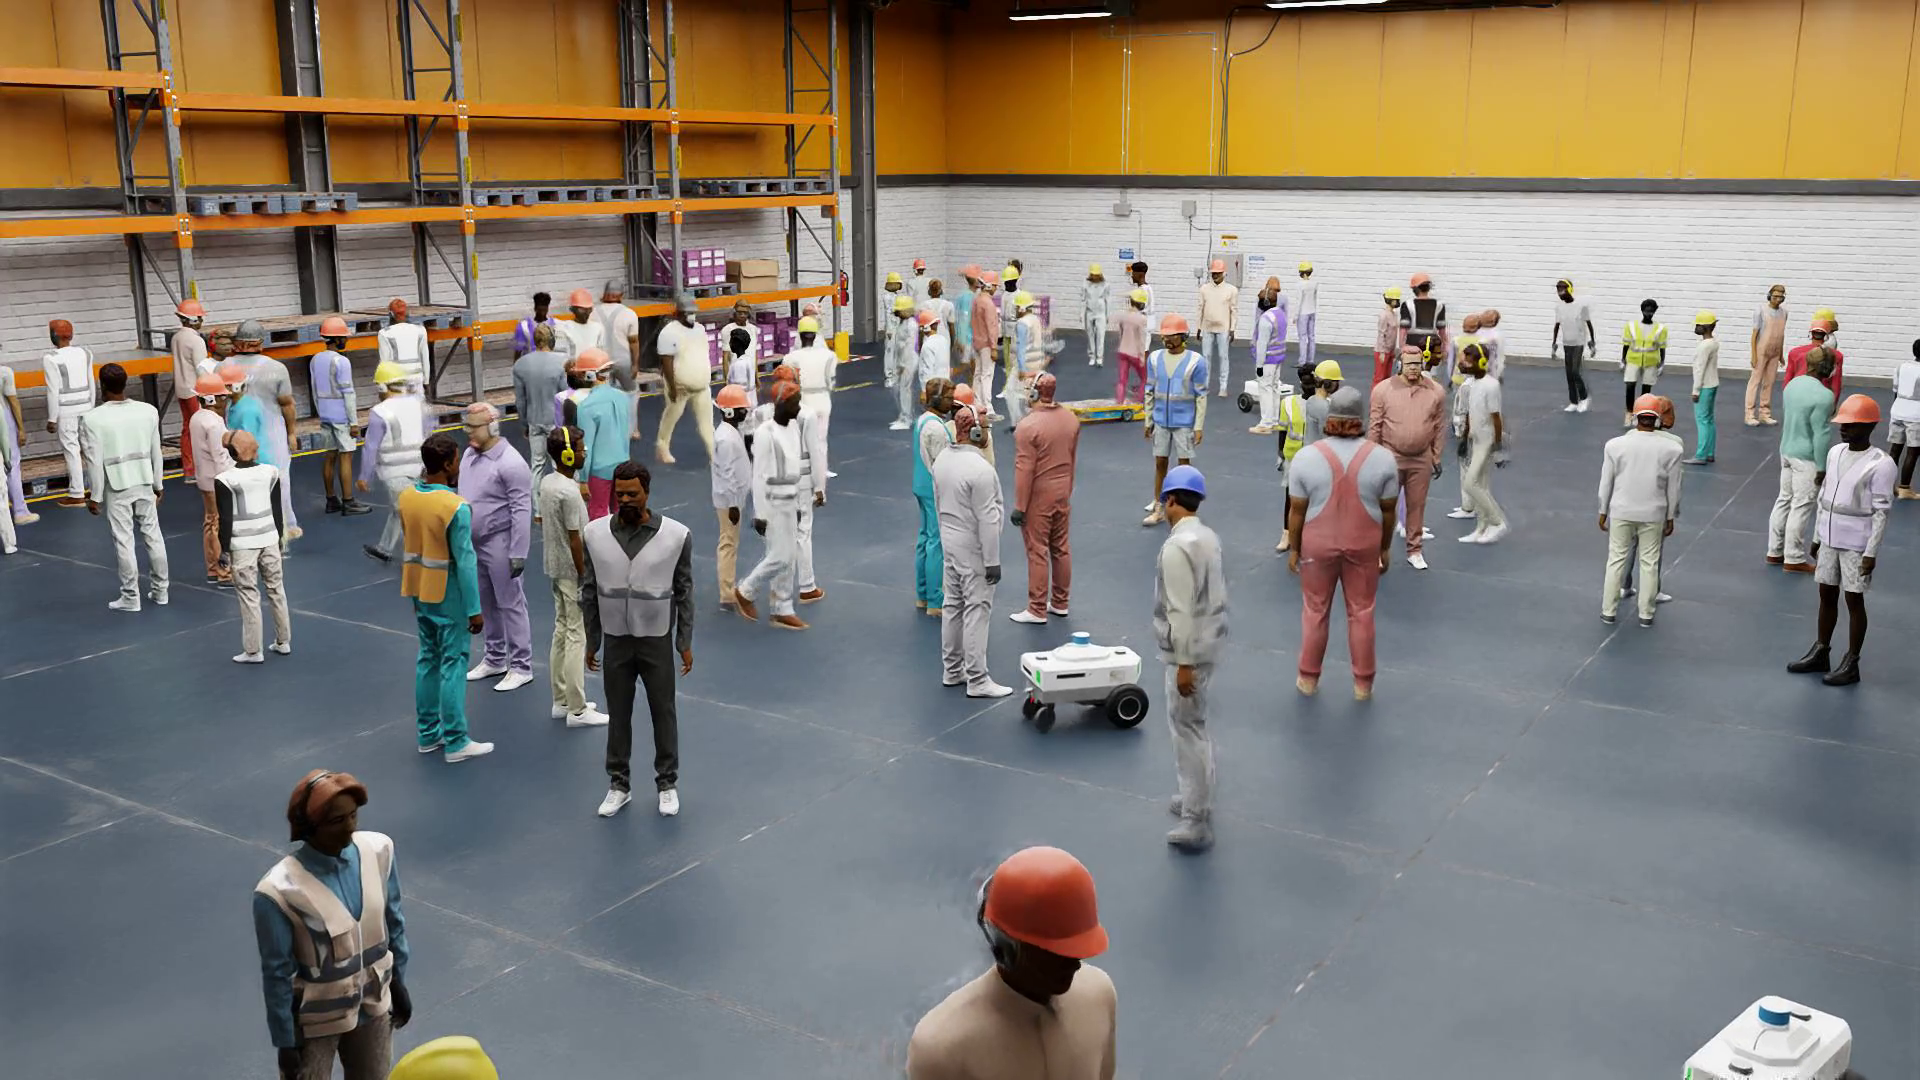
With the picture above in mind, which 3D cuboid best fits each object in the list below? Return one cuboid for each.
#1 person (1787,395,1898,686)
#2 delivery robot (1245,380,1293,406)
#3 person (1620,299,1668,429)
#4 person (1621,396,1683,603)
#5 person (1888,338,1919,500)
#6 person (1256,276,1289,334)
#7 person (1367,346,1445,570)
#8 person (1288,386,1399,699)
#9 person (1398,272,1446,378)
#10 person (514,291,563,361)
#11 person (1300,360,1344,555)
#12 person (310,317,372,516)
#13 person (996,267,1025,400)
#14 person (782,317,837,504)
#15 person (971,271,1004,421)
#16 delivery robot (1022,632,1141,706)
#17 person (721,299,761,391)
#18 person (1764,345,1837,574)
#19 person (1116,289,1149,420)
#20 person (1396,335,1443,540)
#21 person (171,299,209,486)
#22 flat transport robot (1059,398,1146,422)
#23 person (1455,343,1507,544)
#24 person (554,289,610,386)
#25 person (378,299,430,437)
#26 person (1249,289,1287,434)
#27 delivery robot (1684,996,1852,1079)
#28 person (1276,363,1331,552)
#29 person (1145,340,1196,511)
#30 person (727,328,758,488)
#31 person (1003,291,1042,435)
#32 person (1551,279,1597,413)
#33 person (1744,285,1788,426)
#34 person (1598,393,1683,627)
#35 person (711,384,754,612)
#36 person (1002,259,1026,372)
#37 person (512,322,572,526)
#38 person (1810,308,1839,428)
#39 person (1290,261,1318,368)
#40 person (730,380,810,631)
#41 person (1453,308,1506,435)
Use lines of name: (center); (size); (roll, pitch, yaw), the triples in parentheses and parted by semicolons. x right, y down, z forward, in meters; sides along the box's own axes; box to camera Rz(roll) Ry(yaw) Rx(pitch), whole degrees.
person: (5.869, 0.000, 11.032); (0.359, 1.939, 0.542); (-4, 14, -16)
delivery robot: (4.214, -2.036, 22.686); (0.477, 0.478, 0.707); (-7, 15, -28)
person: (8.764, -2.248, 21.337); (0.551, 1.673, 0.600); (5, 14, 21)
person: (5.433, -0.323, 13.097); (0.269, 1.632, 0.509); (-10, 16, -37)
person: (9.716, -1.243, 16.971); (0.320, 1.685, 0.542); (-3, 13, -13)
person: (4.933, -3.361, 26.301); (0.512, 1.615, 0.378); (2, 13, 8)
person: (3.780, -0.692, 14.102); (0.651, 1.907, 0.409); (0, 13, 0)
person: (2.457, 0.011, 10.759); (0.687, 2.000, 0.536); (2, 13, 8)
person: (6.079, -2.515, 21.835); (0.646, 1.992, 1.035); (-1, 13, -3)
person: (-5.180, -2.148, 20.484); (0.636, 1.896, 1.085); (-5, 14, -19)
person: (3.106, -0.668, 14.324); (0.341, 1.760, 0.525); (-1, 13, -4)
person: (-6.064, -1.206, 16.264); (0.550, 1.935, 0.376); (9, 16, 34)
person: (0.749, -2.975, 23.987); (0.396, 1.918, 0.593); (-8, 15, -31)
person: (-1.538, -1.339, 17.014); (0.574, 1.859, 1.013); (-3, 13, -13)
person: (0.356, -2.577, 22.104); (0.391, 1.986, 0.610); (-5, 14, -21)
delivery robot: (0.748, 0.814, 10.314); (0.707, 0.478, 0.477); (-4, 14, -15)
person: (-2.549, -1.894, 19.458); (0.506, 1.843, 0.351); (-12, 18, -42)
person: (7.101, -0.675, 13.990); (0.363, 1.933, 0.630); (0, 13, -1)
person: (2.362, -2.470, 22.161); (0.706, 1.731, 0.550); (-10, 16, -37)
person: (4.235, -0.948, 15.296); (0.310, 1.868, 0.532); (2, 13, 9)
person: (-8.142, -1.566, 17.735); (0.604, 1.986, 0.407); (12, 17, 42)
flat transport robot: (1.796, -1.723, 22.156); (1.431, 0.197, 0.652); (-6, 14, -24)
person: (4.682, -0.855, 14.966); (0.431, 1.843, 0.513); (0, 13, -1)
person: (-4.179, -1.778, 18.532); (0.633, 2.032, 0.420); (-11, 17, -41)
person: (-6.326, -1.802, 18.968); (0.574, 1.883, 0.358); (-11, 17, -39)
person: (3.894, -2.266, 21.105); (0.431, 1.836, 0.619); (8, 15, 31)
delivery robot: (2.833, 1.850, 5.833); (0.707, 0.478, 0.477); (-12, 18, -42)
person: (3.047, -0.716, 14.664); (0.540, 1.697, 0.316); (6, 14, 23)
person: (2.087, -1.187, 16.320); (0.537, 1.874, 0.312); (9, 16, 34)
person: (-2.306, -1.393, 17.603); (0.318, 1.697, 0.535); (0, 13, 1)
person: (0.738, -2.202, 20.844); (0.584, 1.812, 0.601); (6, 14, 23)
person: (8.380, -2.646, 22.762); (0.546, 1.819, 0.557); (-10, 16, -36)
person: (10.531, -2.406, 21.682); (0.507, 1.840, 0.344); (-4, 13, -15)
person: (5.061, -0.223, 12.421); (0.566, 1.744, 0.349); (5, 14, 21)
person: (-1.746, -0.330, 12.864); (0.334, 1.753, 0.562); (-1, 13, -5)
person: (0.990, -3.630, 26.993); (0.543, 1.836, 0.560); (1, 13, 6)
person: (-3.890, -1.083, 15.728); (0.627, 1.940, 0.370); (4, 13, 16)
person: (10.035, -1.835, 19.422); (0.321, 1.741, 0.489); (3, 13, 12)
person: (5.721, -3.740, 27.628); (0.523, 1.769, 0.322); (-10, 17, -38)
person: (-1.392, -0.246, 12.228); (0.517, 1.876, 0.621); (5, 14, 21)
person: (6.541, -2.082, 20.787); (0.709, 1.612, 0.531); (-8, 15, -32)
